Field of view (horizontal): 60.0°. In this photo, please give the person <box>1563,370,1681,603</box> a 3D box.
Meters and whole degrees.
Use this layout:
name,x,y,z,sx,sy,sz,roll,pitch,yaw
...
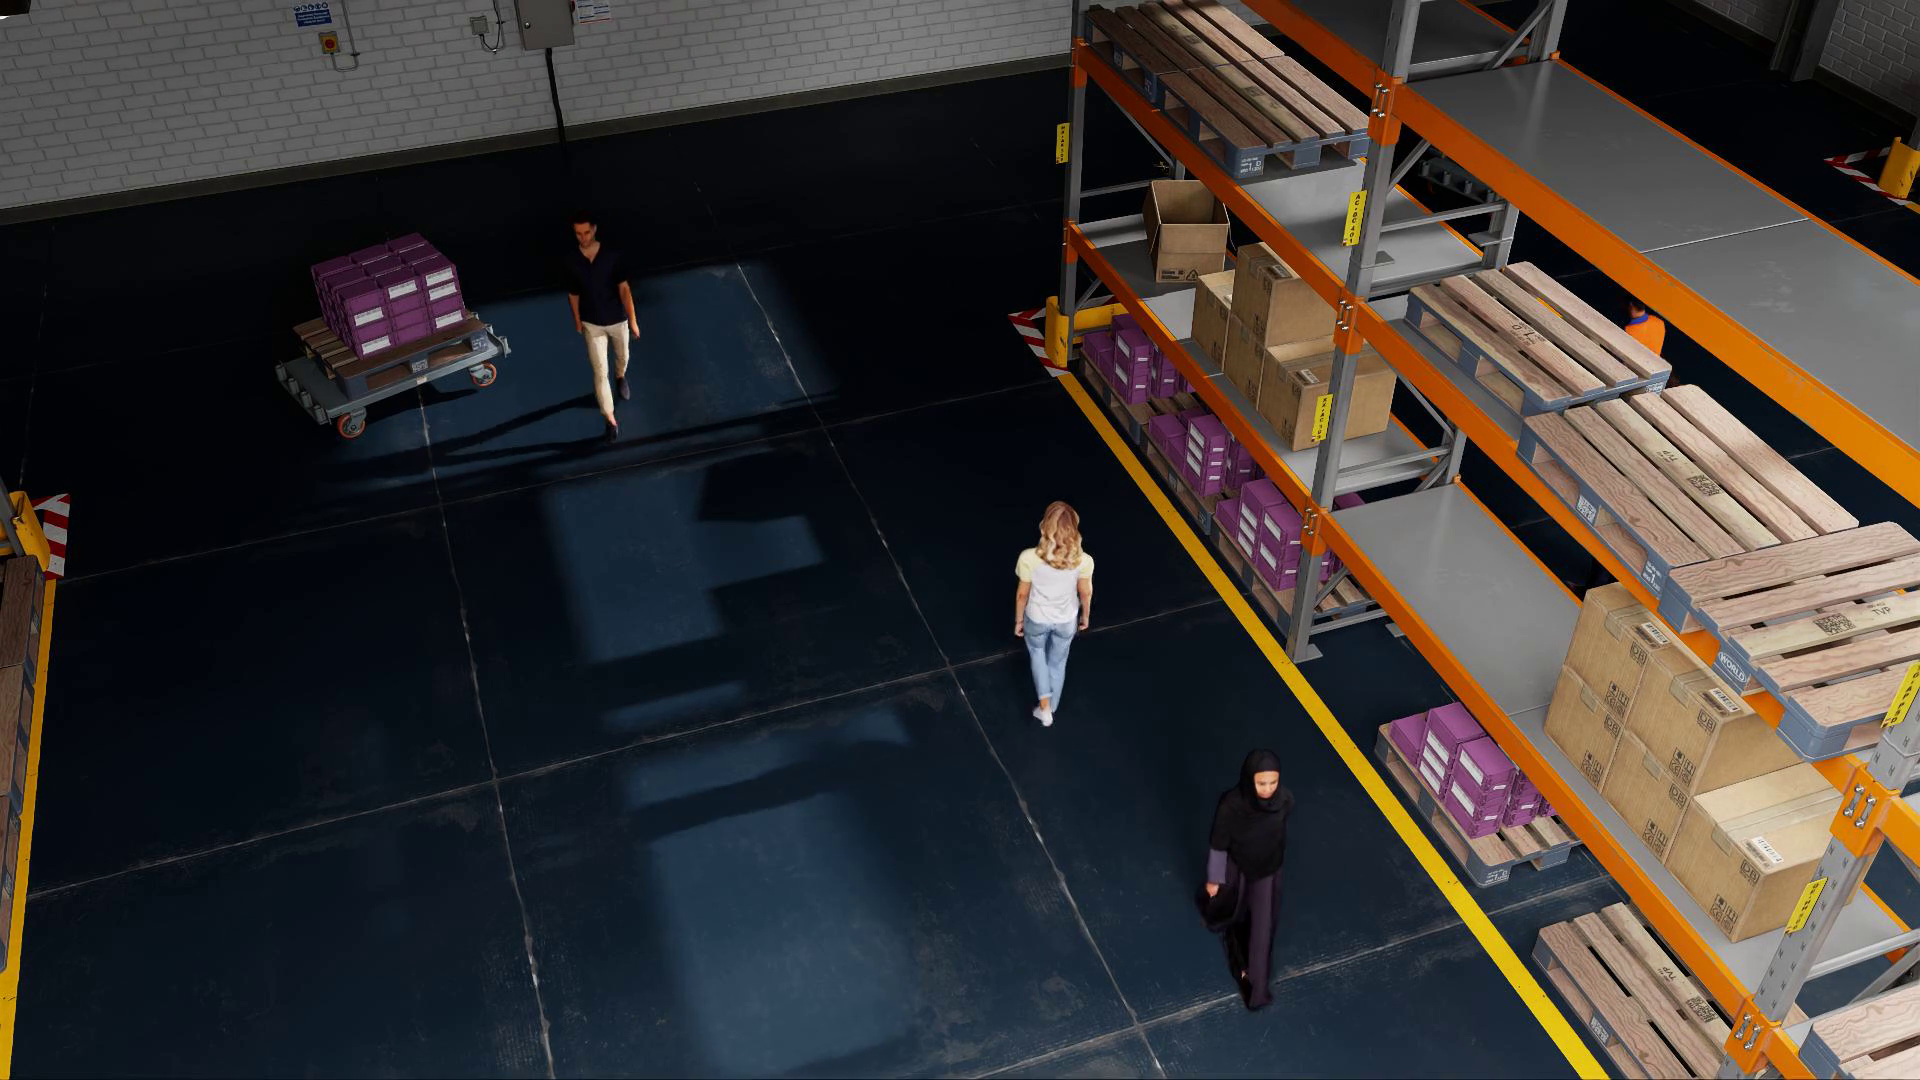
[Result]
name,x,y,z,sx,sy,sz,roll,pitch,yaw
person,4.503,-0.347,11.148,0.693,1.853,0.597,-17,41,-20

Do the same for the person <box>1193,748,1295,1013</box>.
name,x,y,z,sx,sy,sz,roll,pitch,yaw
person,1.496,1.652,8.842,0.758,1.606,1.161,-5,39,-6

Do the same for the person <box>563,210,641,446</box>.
name,x,y,z,sx,sy,sz,roll,pitch,yaw
person,-2.759,-1.754,12.940,0.752,1.815,1.185,-7,39,-9

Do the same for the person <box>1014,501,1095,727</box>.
name,x,y,z,sx,sy,sz,roll,pitch,yaw
person,0.565,0.535,10.157,0.729,1.712,0.756,-1,39,-1

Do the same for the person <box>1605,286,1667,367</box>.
name,x,y,z,sx,sy,sz,roll,pitch,yaw
person,4.817,-0.957,11.948,0.982,1.806,1.319,-23,44,-26
